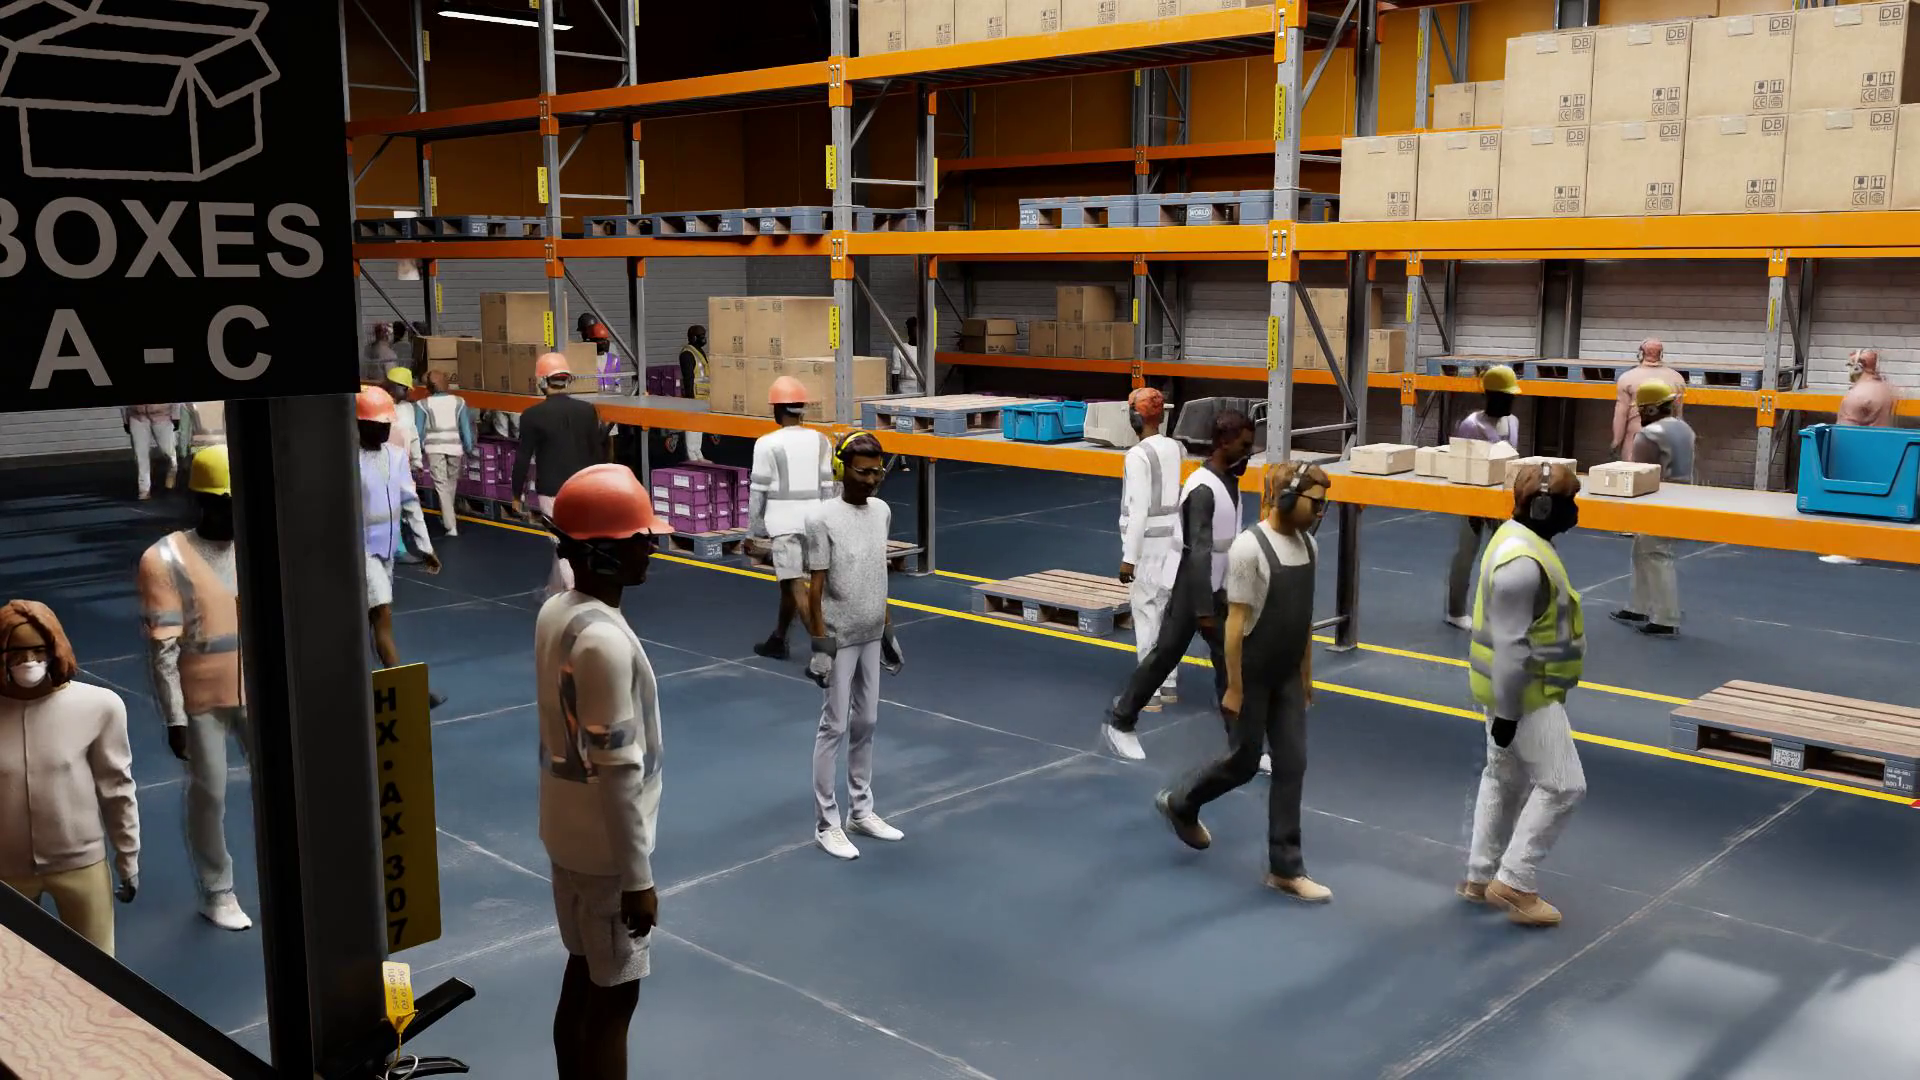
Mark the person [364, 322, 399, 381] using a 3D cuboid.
[{"bbox_3d":[-7.343,-1.820,21.147,0.646,1.891,0.579,9,13,44],"label":"person"}]

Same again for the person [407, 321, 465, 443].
[{"bbox_3d":[-6.670,-1.829,21.165,0.766,1.908,0.674,-1,9,-5],"label":"person"}]

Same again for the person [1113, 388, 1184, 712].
[{"bbox_3d":[1.099,0.055,9.659,0.337,1.881,0.584,6,11,32],"label":"person"}]

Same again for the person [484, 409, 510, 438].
[{"bbox_3d":[-6.086,-1.972,21.970,0.567,1.918,0.534,0,9,2],"label":"person"}]

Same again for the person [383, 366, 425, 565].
[{"bbox_3d":[-5.005,-0.668,14.588,0.750,1.721,0.524,3,10,19],"label":"person"}]

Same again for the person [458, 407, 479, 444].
[{"bbox_3d":[-7.136,-2.077,23.598,0.704,1.596,0.517,2,10,14],"label":"person"}]

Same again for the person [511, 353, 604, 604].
[{"bbox_3d":[-2.961,-0.368,12.016,0.962,1.951,0.652,9,13,44],"label":"person"}]

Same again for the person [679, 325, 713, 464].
[{"bbox_3d":[-3.388,-1.851,21.470,0.429,1.842,0.632,1,9,8],"label":"person"}]

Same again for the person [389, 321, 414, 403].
[{"bbox_3d":[-7.693,-2.044,22.660,0.609,1.846,0.563,4,10,22],"label":"person"}]

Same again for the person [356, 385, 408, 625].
[{"bbox_3d":[-4.242,-0.252,12.009,0.549,1.714,0.892,-4,10,-24],"label":"person"}]

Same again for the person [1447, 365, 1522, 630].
[{"bbox_3d":[3.749,-0.258,11.554,0.605,1.884,0.918,-6,11,-31],"label":"person"}]

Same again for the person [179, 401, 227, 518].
[{"bbox_3d":[-7.158,-0.820,15.884,0.530,1.607,0.770,-6,11,-33],"label":"person"}]

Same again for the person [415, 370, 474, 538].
[{"bbox_3d":[-5.006,-0.838,16.020,0.533,1.584,0.851,-7,12,-36],"label":"person"}]

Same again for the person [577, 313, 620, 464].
[{"bbox_3d":[-4.520,-1.767,20.345,0.537,2.000,0.679,7,11,35],"label":"person"}]

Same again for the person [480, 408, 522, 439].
[{"bbox_3d":[-5.285,-1.505,19.353,0.618,1.825,0.995,-3,10,-15],"label":"person"}]

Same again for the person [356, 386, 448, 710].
[{"bbox_3d":[-3.298,0.068,9.554,0.950,1.885,0.556,4,10,21],"label":"person"}]

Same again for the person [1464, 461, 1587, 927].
[{"bbox_3d":[2.247,0.600,6.513,0.511,1.825,0.636,3,10,15],"label":"person"}]

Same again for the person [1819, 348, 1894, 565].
[{"bbox_3d":[7.796,-0.699,14.291,0.647,1.886,0.551,-8,12,-41],"label":"person"}]

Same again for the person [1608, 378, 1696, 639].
[{"bbox_3d":[4.764,-0.230,11.648,0.607,1.799,0.733,-7,12,-38],"label":"person"}]

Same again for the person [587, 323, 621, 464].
[{"bbox_3d":[-4.147,-1.526,19.168,0.552,1.942,0.342,-6,11,-33],"label":"person"}]

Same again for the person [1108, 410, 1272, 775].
[{"bbox_3d":[1.206,0.258,8.534,1.015,1.861,0.618,5,10,28],"label":"person"}]

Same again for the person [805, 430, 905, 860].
[{"bbox_3d":[-0.453,0.448,7.312,0.327,1.865,0.521,8,12,39],"label":"person"}]

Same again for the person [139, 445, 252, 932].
[{"bbox_3d":[-2.732,0.595,6.302,0.721,1.903,0.593,8,12,42],"label":"person"}]

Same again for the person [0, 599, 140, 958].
[{"bbox_3d":[-2.660,0.969,4.845,0.499,1.628,0.277,-4,10,-24],"label":"person"}]

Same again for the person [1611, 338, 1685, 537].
[{"bbox_3d":[6.548,-0.973,15.893,0.650,1.904,0.404,0,9,0],"label":"person"}]

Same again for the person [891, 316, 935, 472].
[{"bbox_3d":[-0.579,-1.845,21.050,0.616,1.963,0.361,-5,10,-26],"label":"person"}]

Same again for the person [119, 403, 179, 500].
[{"bbox_3d":[-9.045,-1.372,18.592,0.632,1.823,0.612,-2,10,-15],"label":"person"}]

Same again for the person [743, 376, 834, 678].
[{"bbox_3d":[-1.045,-0.094,10.572,0.551,1.893,1.002,-8,12,-40],"label":"person"}]

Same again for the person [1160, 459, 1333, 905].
[{"bbox_3d":[1.219,0.551,6.903,0.548,1.802,0.803,-8,12,-41],"label":"person"}]

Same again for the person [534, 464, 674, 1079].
[{"bbox_3d":[-0.948,0.810,4.533,0.379,2.045,0.605,-5,10,-27],"label":"person"}]
